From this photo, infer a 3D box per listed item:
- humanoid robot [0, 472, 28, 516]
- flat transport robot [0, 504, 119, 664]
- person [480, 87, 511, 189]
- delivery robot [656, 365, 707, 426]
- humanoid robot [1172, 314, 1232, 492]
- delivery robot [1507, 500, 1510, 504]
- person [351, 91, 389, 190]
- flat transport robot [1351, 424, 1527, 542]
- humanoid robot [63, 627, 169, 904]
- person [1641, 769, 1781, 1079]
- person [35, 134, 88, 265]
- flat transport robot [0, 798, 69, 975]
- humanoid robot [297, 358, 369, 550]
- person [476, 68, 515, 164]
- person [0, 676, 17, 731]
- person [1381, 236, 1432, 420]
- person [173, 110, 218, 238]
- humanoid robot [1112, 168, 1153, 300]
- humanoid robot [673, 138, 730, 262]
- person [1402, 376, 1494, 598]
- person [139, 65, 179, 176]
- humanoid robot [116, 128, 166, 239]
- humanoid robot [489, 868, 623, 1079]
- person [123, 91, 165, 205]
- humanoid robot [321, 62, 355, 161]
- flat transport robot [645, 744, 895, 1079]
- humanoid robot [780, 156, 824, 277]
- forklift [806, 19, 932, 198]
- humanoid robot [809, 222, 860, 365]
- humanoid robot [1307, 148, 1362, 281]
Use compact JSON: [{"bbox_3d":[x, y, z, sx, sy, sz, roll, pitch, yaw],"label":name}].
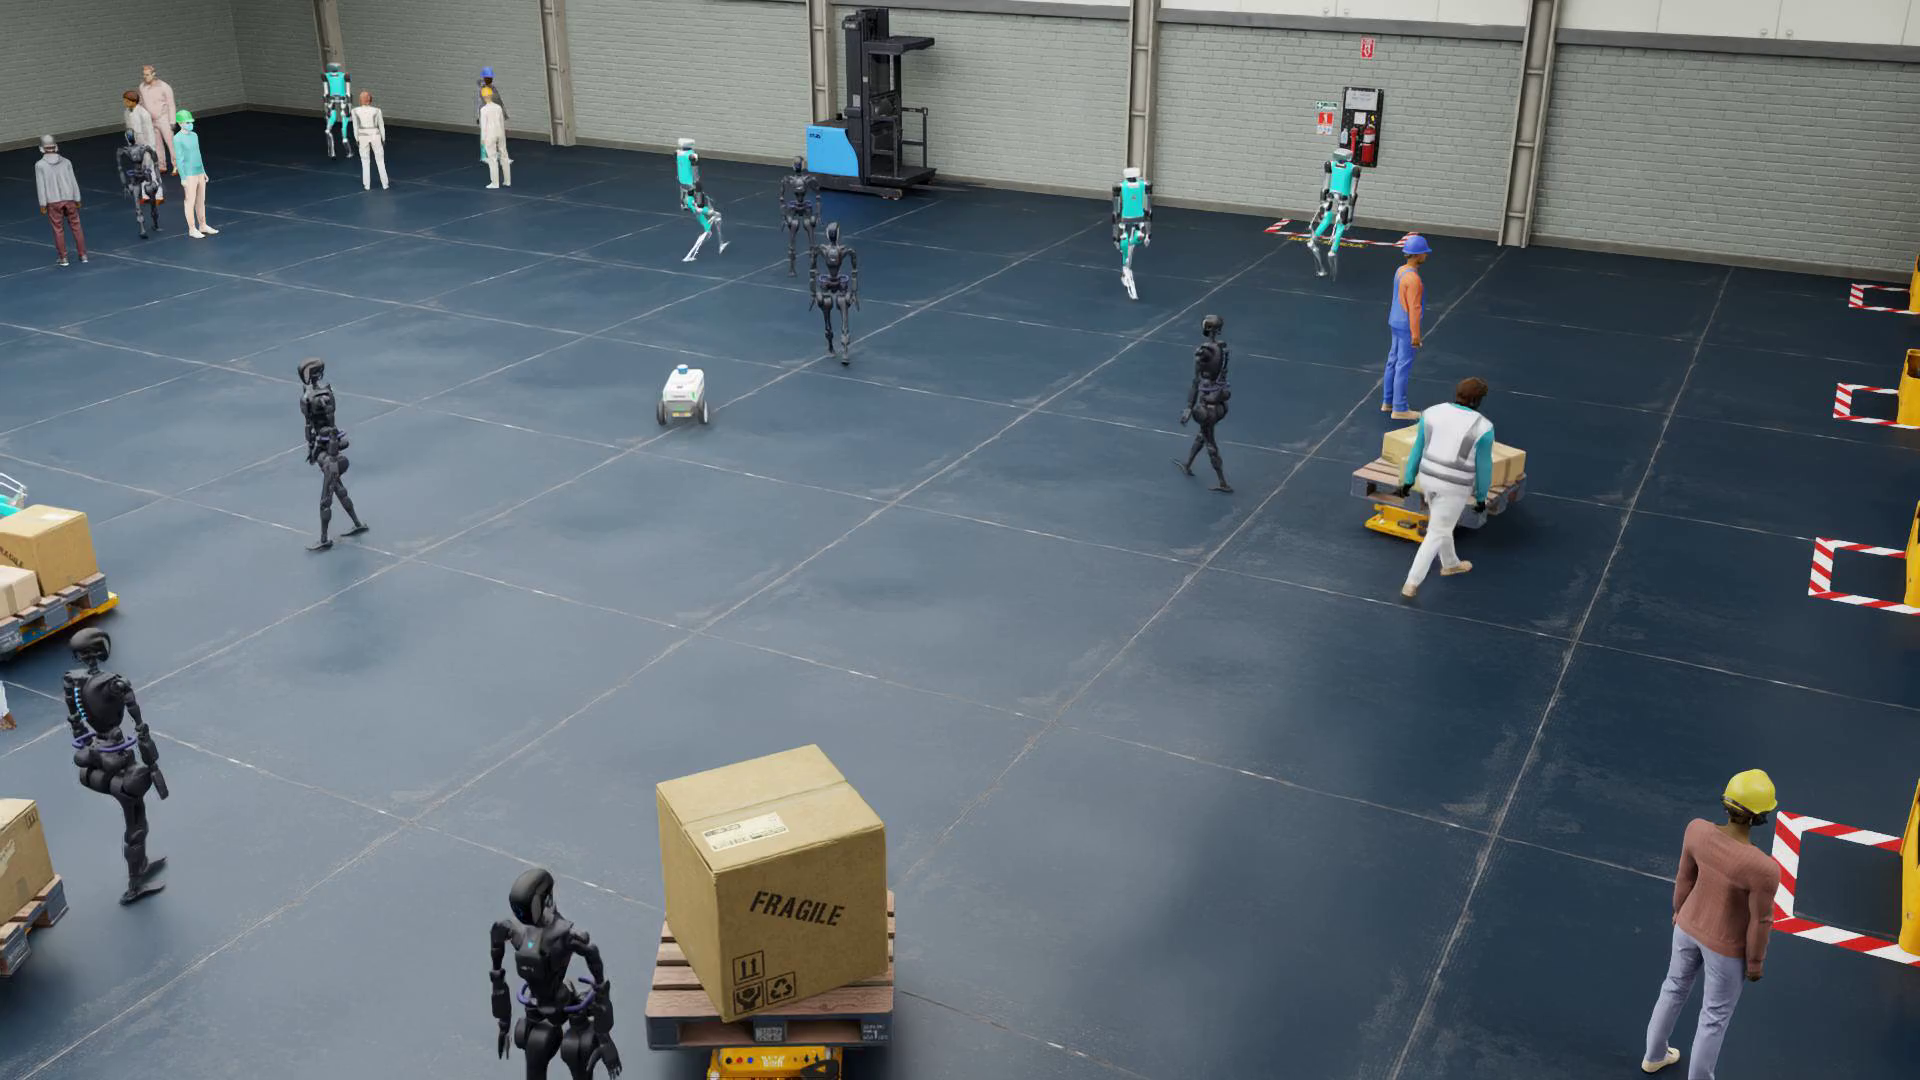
[{"bbox_3d":[-7.839,-0.518,13.390,0.733,1.702,0.530,-13,26,-27],"label":"humanoid robot"},{"bbox_3d":[-7.275,0.639,12.676,0.659,0.231,1.431,9,25,19],"label":"flat transport robot"},{"bbox_3d":[-7.925,-6.829,28.259,0.333,1.689,0.473,18,29,36],"label":"person"},{"bbox_3d":[-2.876,-1.504,17.326,0.499,0.614,0.798,0,23,-1],"label":"delivery robot"},{"bbox_3d":[2.270,-1.286,15.422,0.751,1.626,0.601,19,30,37],"label":"humanoid robot"},{"bbox_3d":[4.674,-0.572,15.150,0.807,0.609,0.499,-15,28,-31],"label":"delivery robot"},{"bbox_3d":[-9.992,-6.764,28.189,0.505,1.630,0.314,-6,24,-14],"label":"person"},{"bbox_3d":[4.269,-0.307,14.877,0.659,0.231,1.431,19,29,37],"label":"flat transport robot"},{"bbox_3d":[-4.779,1.254,9.463,0.589,1.641,0.487,8,24,17],"label":"humanoid robot"},{"bbox_3d":[3.605,1.877,7.910,0.340,1.761,0.522,-10,25,-23],"label":"person"},{"bbox_3d":[-12.631,-4.777,23.339,0.552,1.806,0.381,-20,30,-39],"label":"person"},{"bbox_3d":[-5.530,2.317,8.768,0.659,0.231,1.431,1,23,2],"label":"flat transport robot"},{"bbox_3d":[-5.433,-0.752,14.145,0.642,1.637,0.593,-20,30,-39],"label":"humanoid robot"},{"bbox_3d":[-8.456,-7.659,30.135,0.939,1.728,0.530,8,25,19],"label":"person"},{"bbox_3d":[-5.968,1.018,9.788,0.942,1.849,0.599,11,26,24],"label":"person"},{"bbox_3d":[4.626,-2.201,17.209,0.362,1.910,0.515,-3,23,-7],"label":"person"},{"bbox_3d":[-11.474,-5.481,24.889,0.362,1.872,0.529,6,24,13],"label":"person"},{"bbox_3d":[2.191,-4.037,21.773,0.550,1.768,1.039,-3,23,-7],"label":"humanoid robot"},{"bbox_3d":[-3.585,-4.863,23.664,0.996,1.769,0.531,-18,29,-36],"label":"humanoid robot"},{"bbox_3d":[3.866,-0.425,13.261,0.953,1.781,0.648,-17,29,-34],"label":"person"},{"bbox_3d":[-14.093,-7.366,29.241,0.651,1.904,0.406,5,24,12],"label":"person"},{"bbox_3d":[-12.244,-5.348,24.905,0.590,1.645,0.781,-12,26,-25],"label":"humanoid robot"},{"bbox_3d":[-1.779,2.153,7.372,0.613,1.650,0.325,6,24,13],"label":"humanoid robot"},{"bbox_3d":[-13.282,-6.359,26.997,0.502,1.828,0.369,8,25,19],"label":"person"},{"bbox_3d":[-11.496,-7.816,30.551,0.530,1.775,0.990,0,23,0],"label":"humanoid robot"},{"bbox_3d":[-0.942,2.385,8.609,0.659,0.231,1.431,-1,23,-2],"label":"flat transport robot"},{"bbox_3d":[-2.158,-4.426,22.691,0.599,1.640,0.383,-3,23,-8],"label":"humanoid robot"},{"bbox_3d":[-1.573,-7.292,27.850,1.873,2.768,1.129,12,26,25],"label":"forklift"},{"bbox_3d":[-1.440,-2.816,18.977,0.587,1.624,0.759,-1,23,-3],"label":"humanoid robot"},{"bbox_3d":[4.965,-4.296,22.401,0.543,1.855,0.753,19,30,37],"label":"humanoid robot"}]
